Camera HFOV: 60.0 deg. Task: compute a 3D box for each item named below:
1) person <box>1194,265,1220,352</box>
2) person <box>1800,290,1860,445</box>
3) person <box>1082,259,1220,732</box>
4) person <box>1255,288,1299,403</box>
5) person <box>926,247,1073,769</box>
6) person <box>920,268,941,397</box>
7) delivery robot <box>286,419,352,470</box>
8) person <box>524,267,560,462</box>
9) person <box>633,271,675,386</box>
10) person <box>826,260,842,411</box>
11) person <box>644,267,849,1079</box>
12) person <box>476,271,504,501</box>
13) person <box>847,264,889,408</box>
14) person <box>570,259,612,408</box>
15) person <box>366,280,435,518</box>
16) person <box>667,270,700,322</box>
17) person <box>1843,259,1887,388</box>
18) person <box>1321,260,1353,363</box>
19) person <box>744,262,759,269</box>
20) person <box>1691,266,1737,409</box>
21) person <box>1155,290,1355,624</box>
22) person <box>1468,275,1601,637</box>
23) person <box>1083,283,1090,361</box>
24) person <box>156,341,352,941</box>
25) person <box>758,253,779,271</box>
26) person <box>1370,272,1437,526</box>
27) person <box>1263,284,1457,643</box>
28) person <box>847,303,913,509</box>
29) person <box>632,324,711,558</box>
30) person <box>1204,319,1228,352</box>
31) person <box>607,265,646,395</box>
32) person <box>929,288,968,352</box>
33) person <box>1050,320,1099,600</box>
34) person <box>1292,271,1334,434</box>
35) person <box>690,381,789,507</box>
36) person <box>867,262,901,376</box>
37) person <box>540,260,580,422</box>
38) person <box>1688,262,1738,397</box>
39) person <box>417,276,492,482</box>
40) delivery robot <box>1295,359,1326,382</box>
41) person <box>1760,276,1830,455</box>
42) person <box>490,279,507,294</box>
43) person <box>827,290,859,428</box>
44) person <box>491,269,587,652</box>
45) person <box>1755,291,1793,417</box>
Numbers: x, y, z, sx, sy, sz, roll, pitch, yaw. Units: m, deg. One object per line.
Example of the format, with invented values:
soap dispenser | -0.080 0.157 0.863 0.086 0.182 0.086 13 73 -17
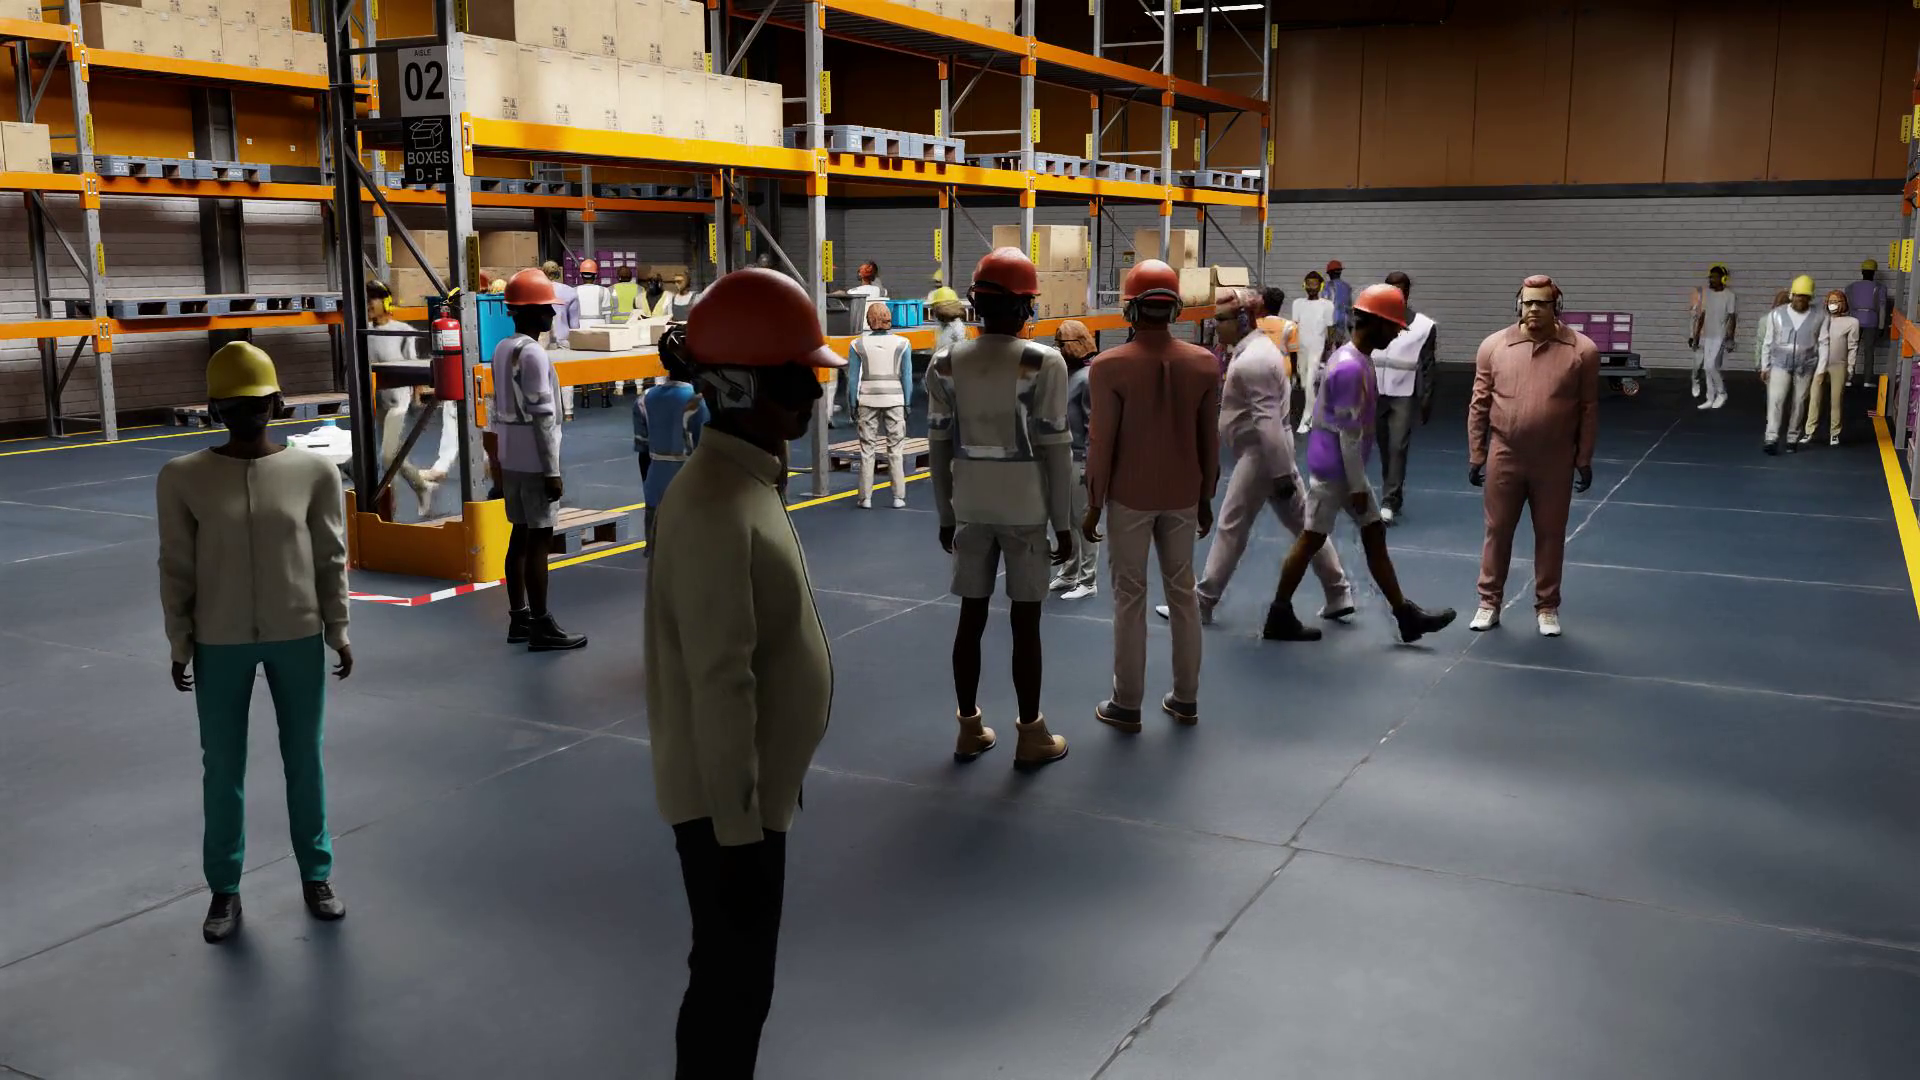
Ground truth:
person | 3.937 -3.354 25.885 0.590 1.837 0.404 0 10 0
person | 9.194 -1.819 17.583 0.498 1.634 0.278 8 13 38
person | 0.805 -0.186 7.083 0.622 1.992 0.397 -3 10 -19
person | 3.004 -1.582 16.055 0.530 1.691 0.321 3 10 18
person | 0.170 -0.118 6.552 0.606 2.044 0.373 5 11 26
person | -0.300 -2.847 22.998 0.702 1.816 0.585 -9 13 -41
delivery robot | -5.549 -0.822 14.661 0.707 0.478 0.477 -5 11 -28
person | -4.056 -1.681 16.068 0.358 1.881 0.574 -2 10 -14
person | -3.866 -2.539 21.271 0.632 1.804 0.939 2 10 12
person | -1.751 -2.651 21.356 0.382 1.995 0.612 -3 10 -18
person | -0.405 0.479 3.235 0.397 1.992 0.621 -1 10 -5
person | -3.624 -1.170 13.038 0.668 1.915 0.554 -8 12 -38
person | -1.185 -2.593 21.345 0.573 1.882 0.359 -3 10 -17
person | -4.811 -2.681 21.688 0.542 1.939 0.365 -2 10 -10
person | -4.180 -1.002 12.301 0.520 1.839 0.848 3 10 19
person | -3.466 -2.431 20.634 0.537 1.800 0.933 5 11 27
person | 13.592 -3.248 25.003 0.587 1.928 0.362 8 13 40
person | 5.955 -3.490 26.524 0.778 1.897 0.570 -5 11 -27
person | -2.827 -2.816 22.622 1.027 1.883 0.649 -2 10 -10
person | 9.749 -2.608 21.529 0.419 1.854 0.525 -3 10 -18
person | 1.664 -0.433 9.030 1.067 1.835 0.697 3 10 15
person | 3.021 -0.440 8.810 0.652 1.906 0.402 4 11 21
person | 1.640 -3.133 24.520 0.668 1.872 0.890 3 10 18
person | -2.086 0.295 4.962 0.523 1.769 0.313 -5 11 -27
person | -2.873 -3.298 24.968 0.688 2.000 0.535 4 11 23
person | 3.196 -1.052 12.454 0.605 1.871 0.978 7 12 34
person | 2.043 -0.360 8.492 1.012 1.855 0.614 4 11 23
person | -0.631 -1.051 13.149 0.517 1.633 0.313 0 10 -3
person | -1.304 -0.174 7.879 0.530 1.695 0.321 6 12 32
person | 3.969 -3.299 25.914 0.543 1.727 0.804 -7 12 -34
person | -4.768 -2.997 23.796 0.633 1.846 0.429 -4 10 -20
person | -0.048 -1.323 14.511 0.392 1.710 0.548 -4 11 -22
person | 0.657 -0.468 9.765 0.279 1.633 0.505 -4 11 -22
person | 4.008 -2.155 18.972 0.520 1.833 0.935 7 12 35
person | -1.151 -0.299 8.286 0.578 1.803 0.501 1 10 4
person | -1.412 -3.549 26.889 0.941 1.876 0.636 0 10 -1
person | -4.864 -2.370 19.887 0.635 1.939 0.362 -4 11 -21
person | 10.151 -2.799 22.465 0.594 1.909 0.648 3 10 18
person | -4.506 -1.427 14.817 0.566 1.838 0.639 -2 10 -10
delivery robot | 5.126 -2.536 24.582 0.477 0.478 0.707 -3 10 -16
person | 8.312 -1.720 16.579 0.613 1.780 0.901 5 11 27
person | -4.369 -1.610 15.985 0.523 1.771 0.304 -5 11 -27
person | -1.396 -2.101 19.324 0.511 1.597 0.871 2 10 13
person | -2.171 -0.404 8.505 0.361 1.940 0.543 -7 12 -36
person | 9.384 -2.048 19.027 0.511 1.593 0.839 3 10 16
